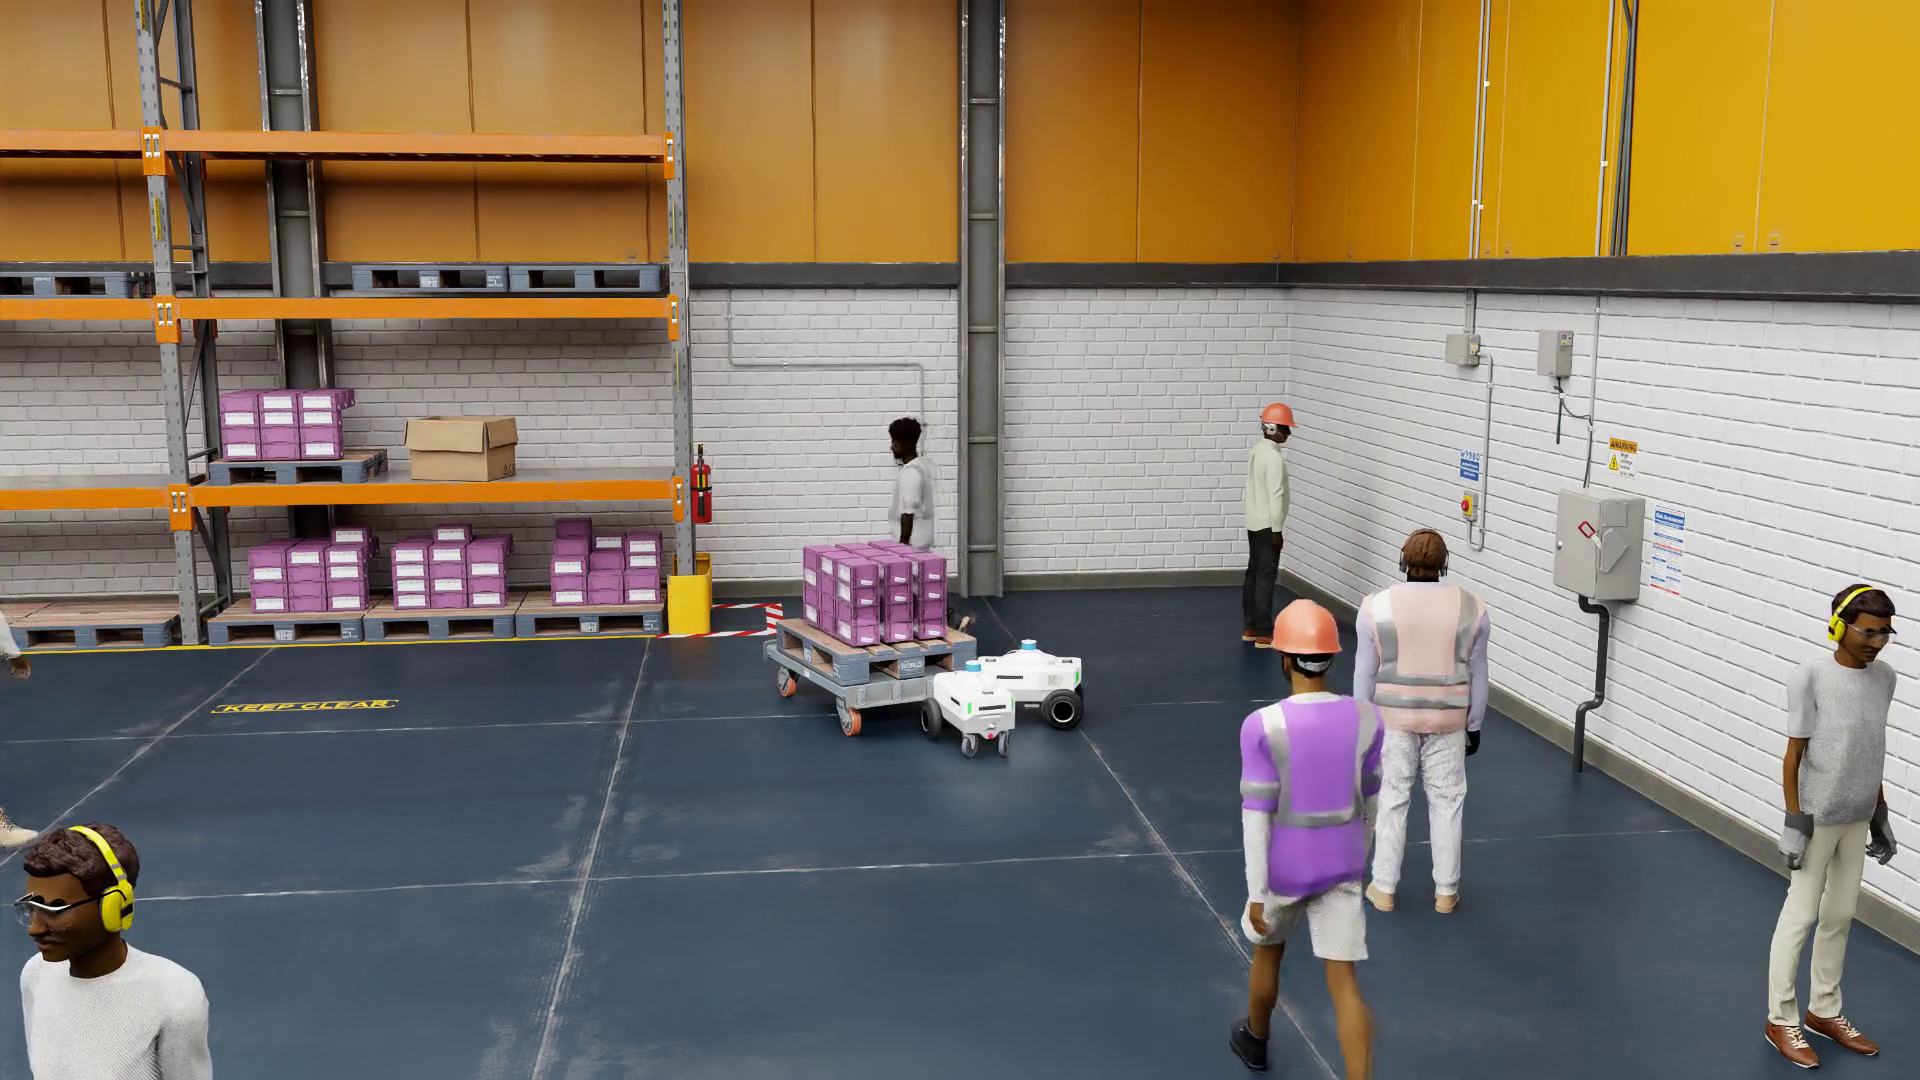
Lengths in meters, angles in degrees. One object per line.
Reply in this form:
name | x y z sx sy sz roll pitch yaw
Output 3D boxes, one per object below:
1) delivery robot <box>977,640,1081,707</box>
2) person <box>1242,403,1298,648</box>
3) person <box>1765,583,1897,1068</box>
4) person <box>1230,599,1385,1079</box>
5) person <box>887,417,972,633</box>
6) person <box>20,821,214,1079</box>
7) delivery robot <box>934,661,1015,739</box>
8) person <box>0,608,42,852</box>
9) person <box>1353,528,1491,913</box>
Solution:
delivery robot | 0.462 0.917 11.229 0.707 0.478 0.477 1 9 3
person | 2.518 -0.121 13.541 0.401 1.987 0.612 -1 9 -8
person | 3.389 1.085 6.405 0.517 1.865 0.323 -3 10 -19
person | 1.253 1.152 5.941 0.551 1.892 1.015 -1 9 -7
person | -0.312 0.000 12.952 0.661 1.937 0.611 1 9 6
person | -1.859 1.522 3.652 0.532 1.871 0.321 3 10 17
delivery robot | 0.087 1.015 10.617 0.477 0.478 0.707 -3 10 -19
person | -5.167 0.640 8.696 0.649 2.021 0.646 -2 9 -11
person | 2.171 0.858 7.887 0.623 1.844 0.429 1 9 8
